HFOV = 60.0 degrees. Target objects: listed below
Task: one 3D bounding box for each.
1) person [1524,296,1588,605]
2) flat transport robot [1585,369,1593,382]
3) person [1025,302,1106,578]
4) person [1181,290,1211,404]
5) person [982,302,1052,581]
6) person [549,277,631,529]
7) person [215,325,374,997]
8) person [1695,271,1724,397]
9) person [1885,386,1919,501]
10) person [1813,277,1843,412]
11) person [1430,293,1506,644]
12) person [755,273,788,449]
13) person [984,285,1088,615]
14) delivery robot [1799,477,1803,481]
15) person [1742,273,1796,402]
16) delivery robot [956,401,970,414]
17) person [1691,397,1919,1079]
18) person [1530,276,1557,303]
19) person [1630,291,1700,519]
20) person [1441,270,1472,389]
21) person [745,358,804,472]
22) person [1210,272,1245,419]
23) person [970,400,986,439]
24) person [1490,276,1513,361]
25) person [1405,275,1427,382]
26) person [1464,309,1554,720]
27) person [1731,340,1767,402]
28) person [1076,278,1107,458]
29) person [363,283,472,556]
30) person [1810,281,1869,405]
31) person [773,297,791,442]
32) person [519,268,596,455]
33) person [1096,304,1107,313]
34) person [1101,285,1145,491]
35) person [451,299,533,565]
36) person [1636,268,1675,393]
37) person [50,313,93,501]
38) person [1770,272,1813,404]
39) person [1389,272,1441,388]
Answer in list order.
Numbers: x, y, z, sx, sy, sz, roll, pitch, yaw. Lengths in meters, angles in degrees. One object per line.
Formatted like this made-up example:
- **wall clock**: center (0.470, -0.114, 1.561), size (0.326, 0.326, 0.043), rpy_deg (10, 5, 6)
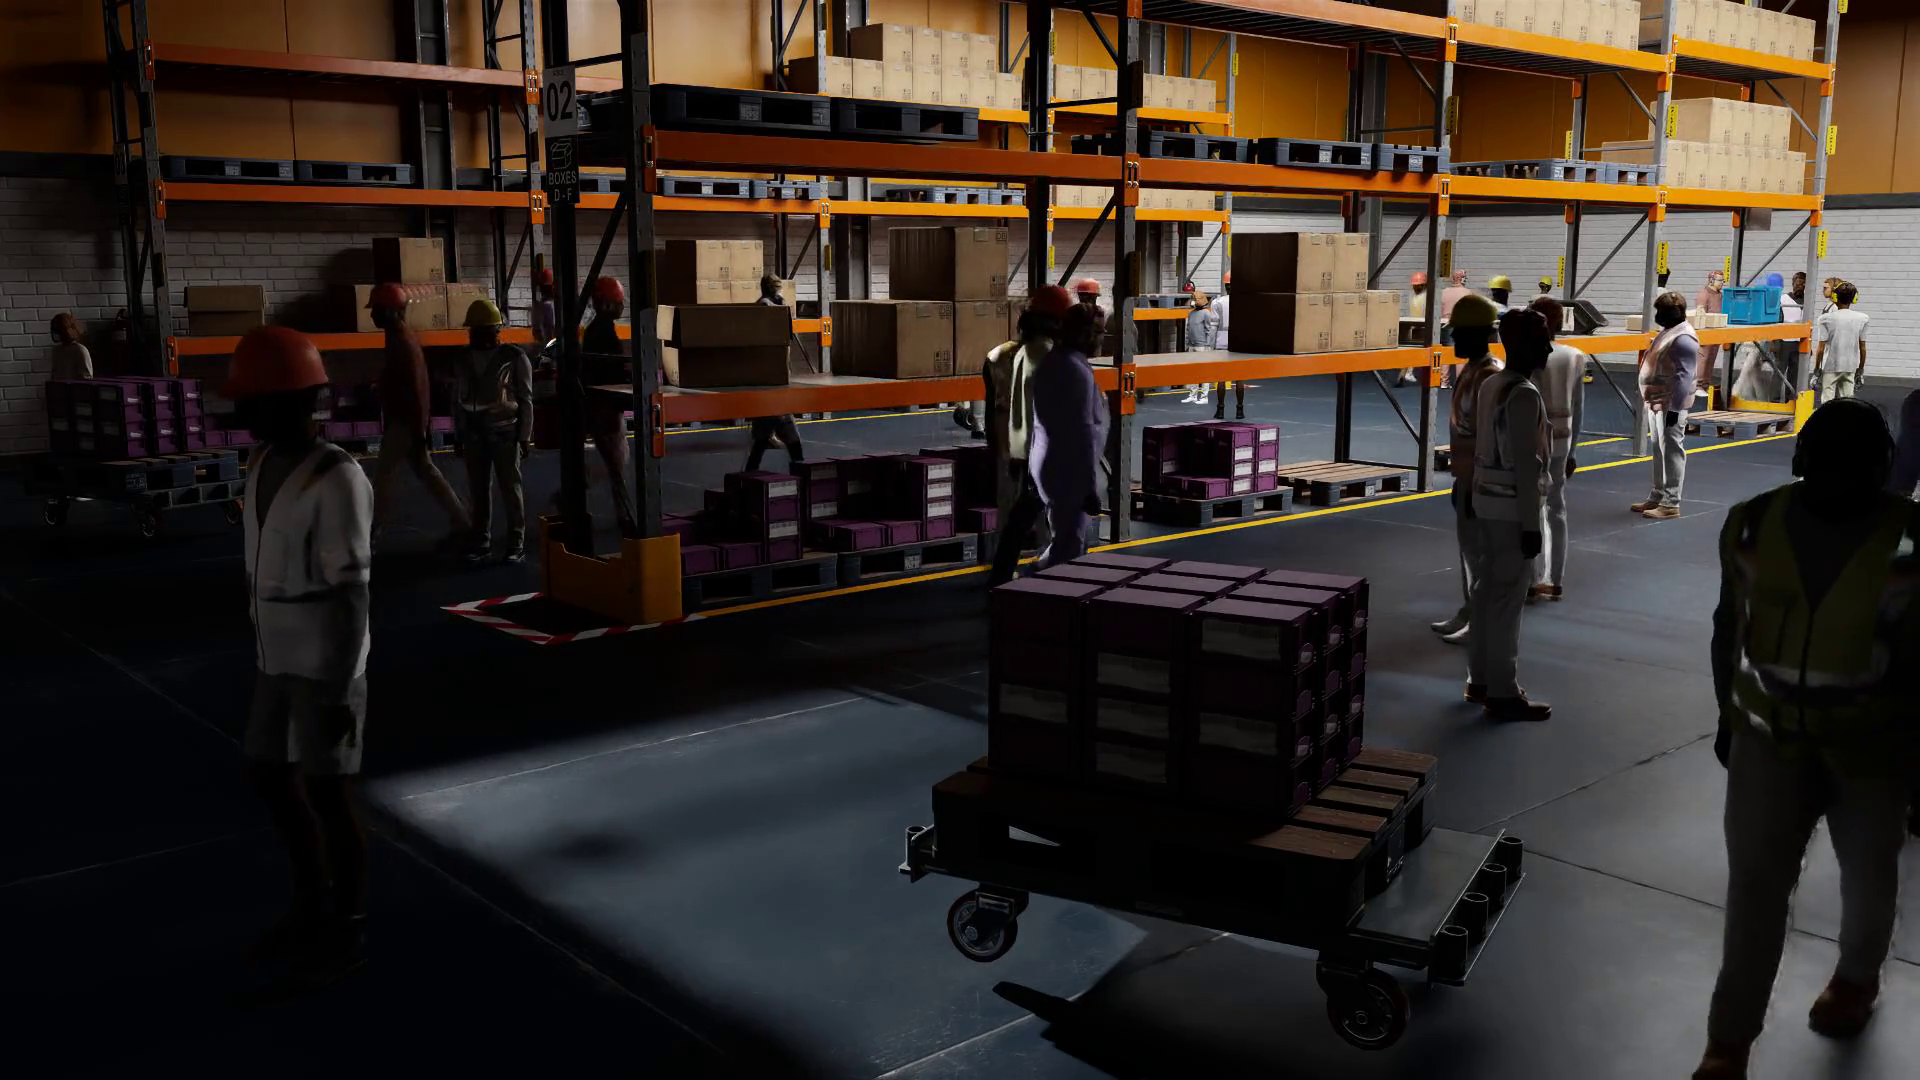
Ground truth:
- **person**: center (3.554, -0.545, 10.190), size (0.587, 1.883, 0.341), rpy_deg (-4, 10, -20)
- **flat transport robot**: center (9.952, -2.810, 28.164), size (1.431, 0.197, 0.652), rpy_deg (3, 10, 19)
- **person**: center (0.575, -0.345, 9.056), size (0.441, 1.882, 0.654), rpy_deg (-1, 10, -7)
- **person**: center (3.424, -2.775, 23.975), size (0.271, 1.632, 0.508), rpy_deg (-6, 11, -32)
- **person**: center (0.460, -0.598, 10.652), size (0.626, 1.837, 0.428), rpy_deg (3, 10, 17)
- **person**: center (-2.764, -1.030, 12.773), size (0.753, 1.970, 0.629), rpy_deg (-4, 10, -22)
- **person**: center (-1.915, 0.346, 4.828), size (0.578, 1.932, 0.384), rpy_deg (8, 13, 39)
- **person**: center (11.399, -3.123, 25.224), size (0.651, 1.904, 0.403), rpy_deg (-8, 13, -40)
- **person**: center (4.407, -0.041, 7.260), size (0.617, 1.892, 0.982), rpy_deg (0, 10, 1)
- **person**: center (11.504, -2.546, 22.017), size (0.340, 1.845, 0.513), rpy_deg (3, 10, 16)
- **person**: center (2.824, -0.389, 9.161), size (0.383, 1.924, 0.601), rpy_deg (1, 10, 8)
- **person**: center (-2.124, -1.976, 18.416), size (0.369, 1.935, 0.630), rpy_deg (-3, 10, -16)
- **person**: center (0.604, -0.522, 9.859), size (1.044, 1.936, 0.639), rpy_deg (-3, 10, -15)
- **delivery robot**: center (7.062, -0.467, 13.343), size (0.707, 0.478, 0.477), rpy_deg (-6, 12, -33)
- **person**: center (11.509, -2.819, 23.525), size (0.625, 1.871, 0.976), rpy_deg (-5, 11, -26)
- **delivery robot**: center (0.324, -1.695, 20.533), size (0.707, 0.478, 0.477), rpy_deg (-2, 10, -12)
- **person**: center (2.251, 0.511, 4.321), size (0.637, 1.777, 1.037), rpy_deg (9, 13, 41)
- **person**: center (10.416, -3.818, 29.697), size (0.533, 1.767, 0.312), rpy_deg (9, 14, 44)
- **person**: center (5.739, -1.094, 13.533), size (0.429, 1.842, 0.620), rpy_deg (1, 10, 8)
- **person**: center (7.912, -3.337, 26.467), size (0.401, 1.910, 0.641), rpy_deg (-8, 12, -38)
- **person**: center (-1.483, -1.104, 14.108), size (0.843, 1.648, 0.552), rpy_deg (-5, 11, -28)
- **person**: center (3.531, -2.544, 21.735), size (0.552, 1.935, 0.365), rpy_deg (0, 10, 3)
- **person**: center (0.270, -2.096, 19.417), size (0.404, 1.832, 0.594), rpy_deg (2, 10, 12)
- **person**: center (6.135, -2.063, 19.075), size (0.704, 1.892, 0.642), rpy_deg (-5, 11, -25)
- **person**: center (7.877, -3.590, 28.261), size (0.937, 1.824, 0.508), rpy_deg (-9, 14, -44)
- **person**: center (2.556, -0.120, 7.702), size (0.348, 1.882, 0.584), rpy_deg (0, 10, -1)
- **person**: center (10.800, -2.573, 22.893), size (0.860, 1.594, 0.539), rpy_deg (1, 10, 4)
- **person**: center (1.300, -1.772, 17.317), size (0.561, 1.908, 0.816), rpy_deg (9, 13, 44)
- **person**: center (-3.974, -0.860, 11.887), size (1.026, 1.942, 0.653), rpy_deg (-4, 10, -21)
- **person**: center (8.980, -1.704, 17.016), size (0.514, 1.872, 0.328), rpy_deg (1, 10, 6)
- **person**: center (-2.085, -1.920, 18.780), size (0.321, 1.699, 0.530), rpy_deg (-8, 13, -40)
- **person**: center (-4.449, -1.906, 17.822), size (0.995, 2.008, 0.621), rpy_deg (-6, 11, -29)
- **person**: center (1.830, -2.765, 23.530), size (0.526, 1.768, 0.331), rpy_deg (-3, 10, -18)
- **person**: center (1.463, -1.400, 15.045), size (0.391, 1.939, 0.640), rpy_deg (-1, 10, -5)
- **person**: center (-3.240, -0.737, 11.471), size (0.602, 1.828, 0.404), rpy_deg (2, 10, 14)
- **person**: center (10.765, -3.224, 25.689), size (0.619, 1.959, 0.387), rpy_deg (3, 10, 15)
- **person**: center (-7.737, -1.155, 14.493), size (0.499, 1.633, 0.289), rpy_deg (5, 11, 28)
- **person**: center (11.126, -2.619, 22.260), size (0.587, 1.909, 0.391), rpy_deg (-2, 10, -14)
- **person**: center (7.430, -3.373, 26.798), size (0.999, 1.879, 0.567), rpy_deg (-5, 11, -29)
